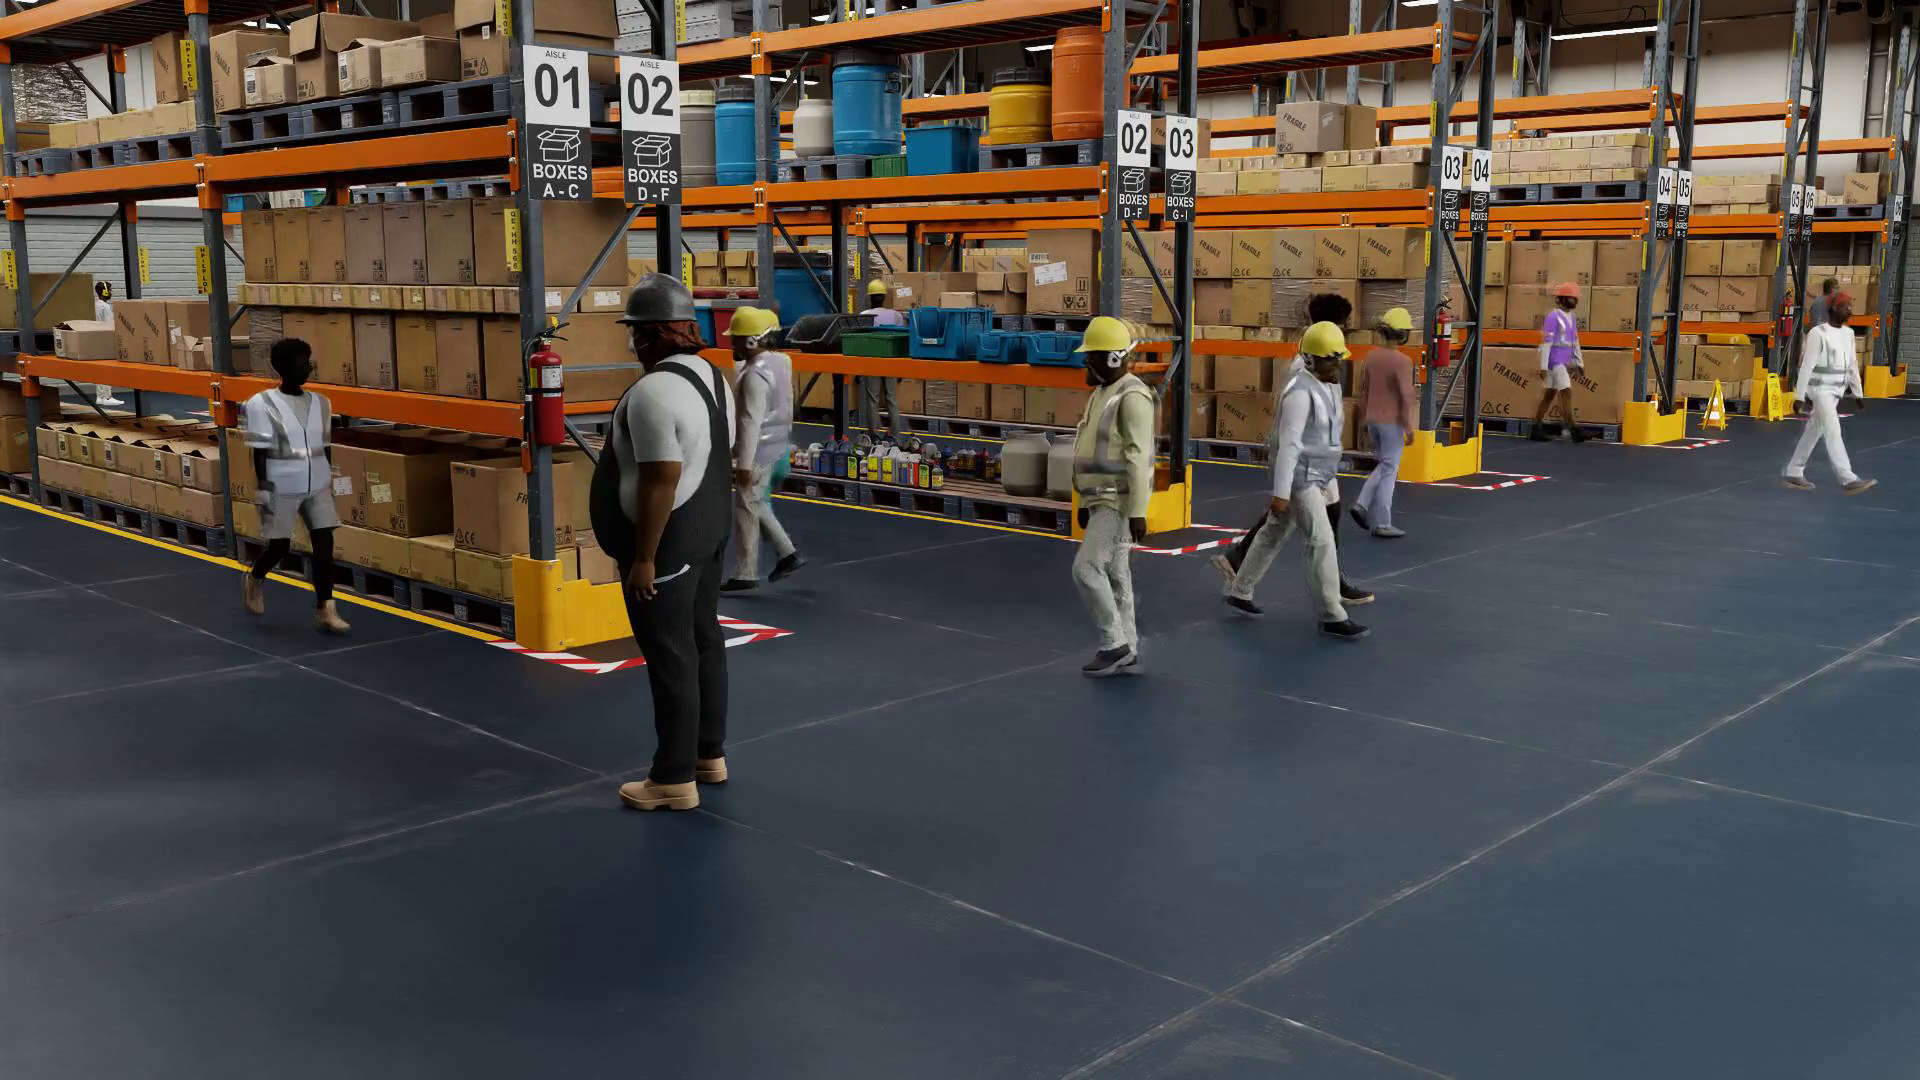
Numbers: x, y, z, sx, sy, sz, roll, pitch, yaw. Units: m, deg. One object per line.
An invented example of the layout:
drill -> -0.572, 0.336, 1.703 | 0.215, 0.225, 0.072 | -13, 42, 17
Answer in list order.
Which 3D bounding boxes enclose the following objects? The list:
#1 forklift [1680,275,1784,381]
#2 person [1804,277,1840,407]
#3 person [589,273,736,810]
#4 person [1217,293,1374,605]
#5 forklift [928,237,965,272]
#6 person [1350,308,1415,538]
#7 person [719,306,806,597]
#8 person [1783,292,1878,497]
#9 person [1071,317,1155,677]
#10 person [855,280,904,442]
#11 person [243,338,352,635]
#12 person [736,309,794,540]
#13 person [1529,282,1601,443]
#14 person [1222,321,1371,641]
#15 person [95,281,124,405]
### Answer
forklift -> 12.480, -3.427, 27.053 | 1.214, 2.155, 2.313 | 9, 13, 43
person -> 12.815, -2.924, 24.656 | 0.715, 1.926, 0.381 | -8, 13, -42
person -> -1.155, 0.014, 6.424 | 0.537, 2.000, 0.689 | 2, 10, 13
person -> 2.076, -0.570, 10.287 | 0.939, 1.918, 0.670 | 4, 10, 21
forklift -> -0.326, -5.817, 39.609 | 1.129, 2.768, 1.873 | 9, 13, 43
person -> 3.276, -0.891, 12.695 | 0.377, 1.752, 0.551 | -4, 10, -22
person -> -1.302, -0.560, 10.487 | 0.510, 1.819, 0.634 | 1, 9, 4
person -> 7.982, -1.331, 15.171 | 0.627, 1.829, 0.980 | -6, 11, -31
person -> 0.715, -0.203, 8.321 | 0.490, 1.811, 0.614 | -2, 9, -11
person -> -0.915, -1.962, 18.759 | 0.594, 1.924, 0.381 | -5, 10, -26
person -> -3.799, -0.315, 9.416 | 0.694, 1.675, 0.537 | 7, 12, 38
person -> -1.514, -0.883, 12.692 | 0.529, 1.751, 0.598 | -8, 12, -41
person -> 7.184, -2.086, 19.620 | 0.976, 1.888, 0.565 | 8, 12, 41
person -> 1.887, -0.351, 9.417 | 0.879, 1.780, 0.630 | 3, 10, 19
person -> -12.961, -2.983, 25.230 | 0.510, 1.862, 0.320 | 8, 12, 41
